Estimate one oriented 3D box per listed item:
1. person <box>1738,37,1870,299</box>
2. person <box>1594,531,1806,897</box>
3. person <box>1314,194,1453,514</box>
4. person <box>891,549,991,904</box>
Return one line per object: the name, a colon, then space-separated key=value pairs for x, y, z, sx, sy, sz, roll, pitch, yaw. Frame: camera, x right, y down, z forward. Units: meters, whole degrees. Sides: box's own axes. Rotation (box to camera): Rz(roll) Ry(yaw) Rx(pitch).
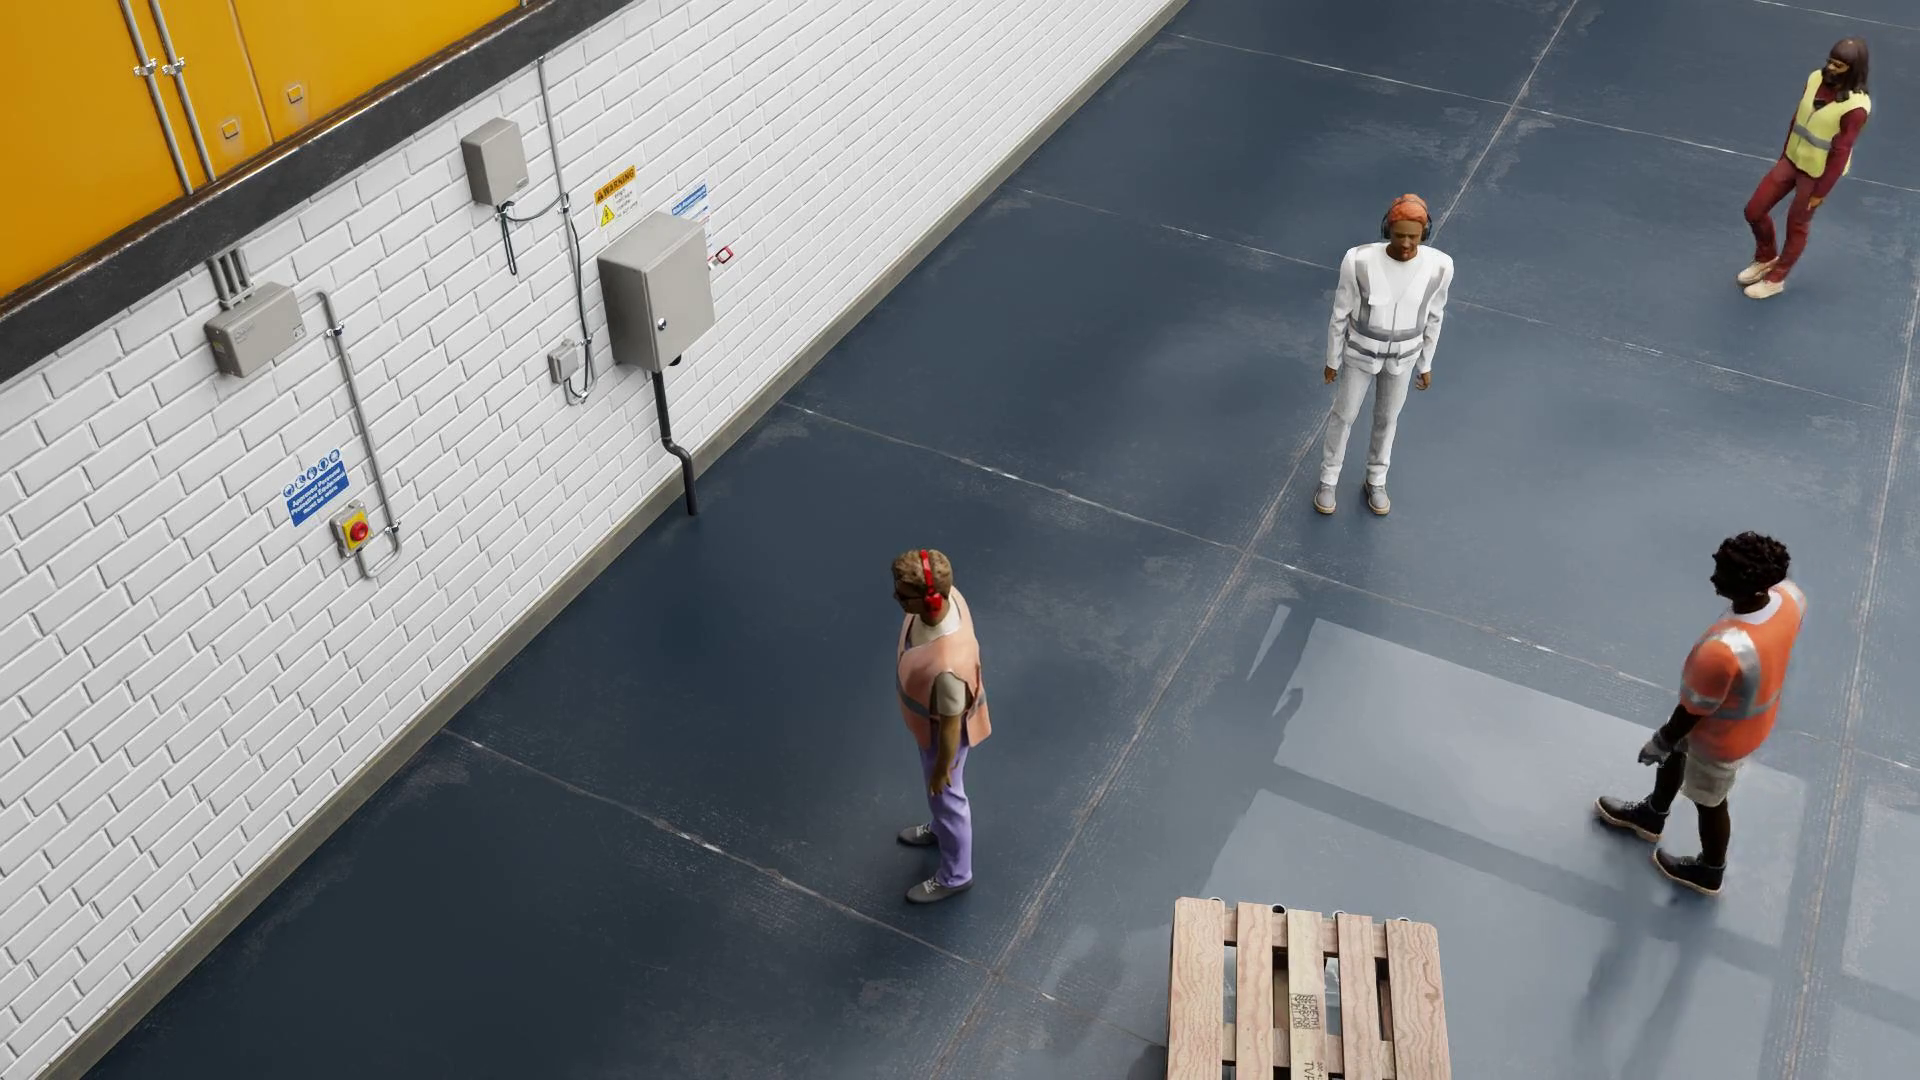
person: x=5.252 y=-2.280 z=10.339 sx=0.452 sy=1.757 sz=0.506 roll=-14 pitch=43 yaw=-16
person: x=3.028 y=0.702 z=6.755 sx=0.718 sy=1.924 sz=0.637 roll=28 pitch=48 yaw=29
person: x=2.194 y=-0.945 z=8.699 sx=0.576 sy=1.882 sz=0.354 roll=2 pitch=41 yaw=2
person: x=-0.073 y=0.747 z=6.773 sx=0.379 sy=1.836 sz=0.564 roll=-6 pitch=41 yaw=-7
